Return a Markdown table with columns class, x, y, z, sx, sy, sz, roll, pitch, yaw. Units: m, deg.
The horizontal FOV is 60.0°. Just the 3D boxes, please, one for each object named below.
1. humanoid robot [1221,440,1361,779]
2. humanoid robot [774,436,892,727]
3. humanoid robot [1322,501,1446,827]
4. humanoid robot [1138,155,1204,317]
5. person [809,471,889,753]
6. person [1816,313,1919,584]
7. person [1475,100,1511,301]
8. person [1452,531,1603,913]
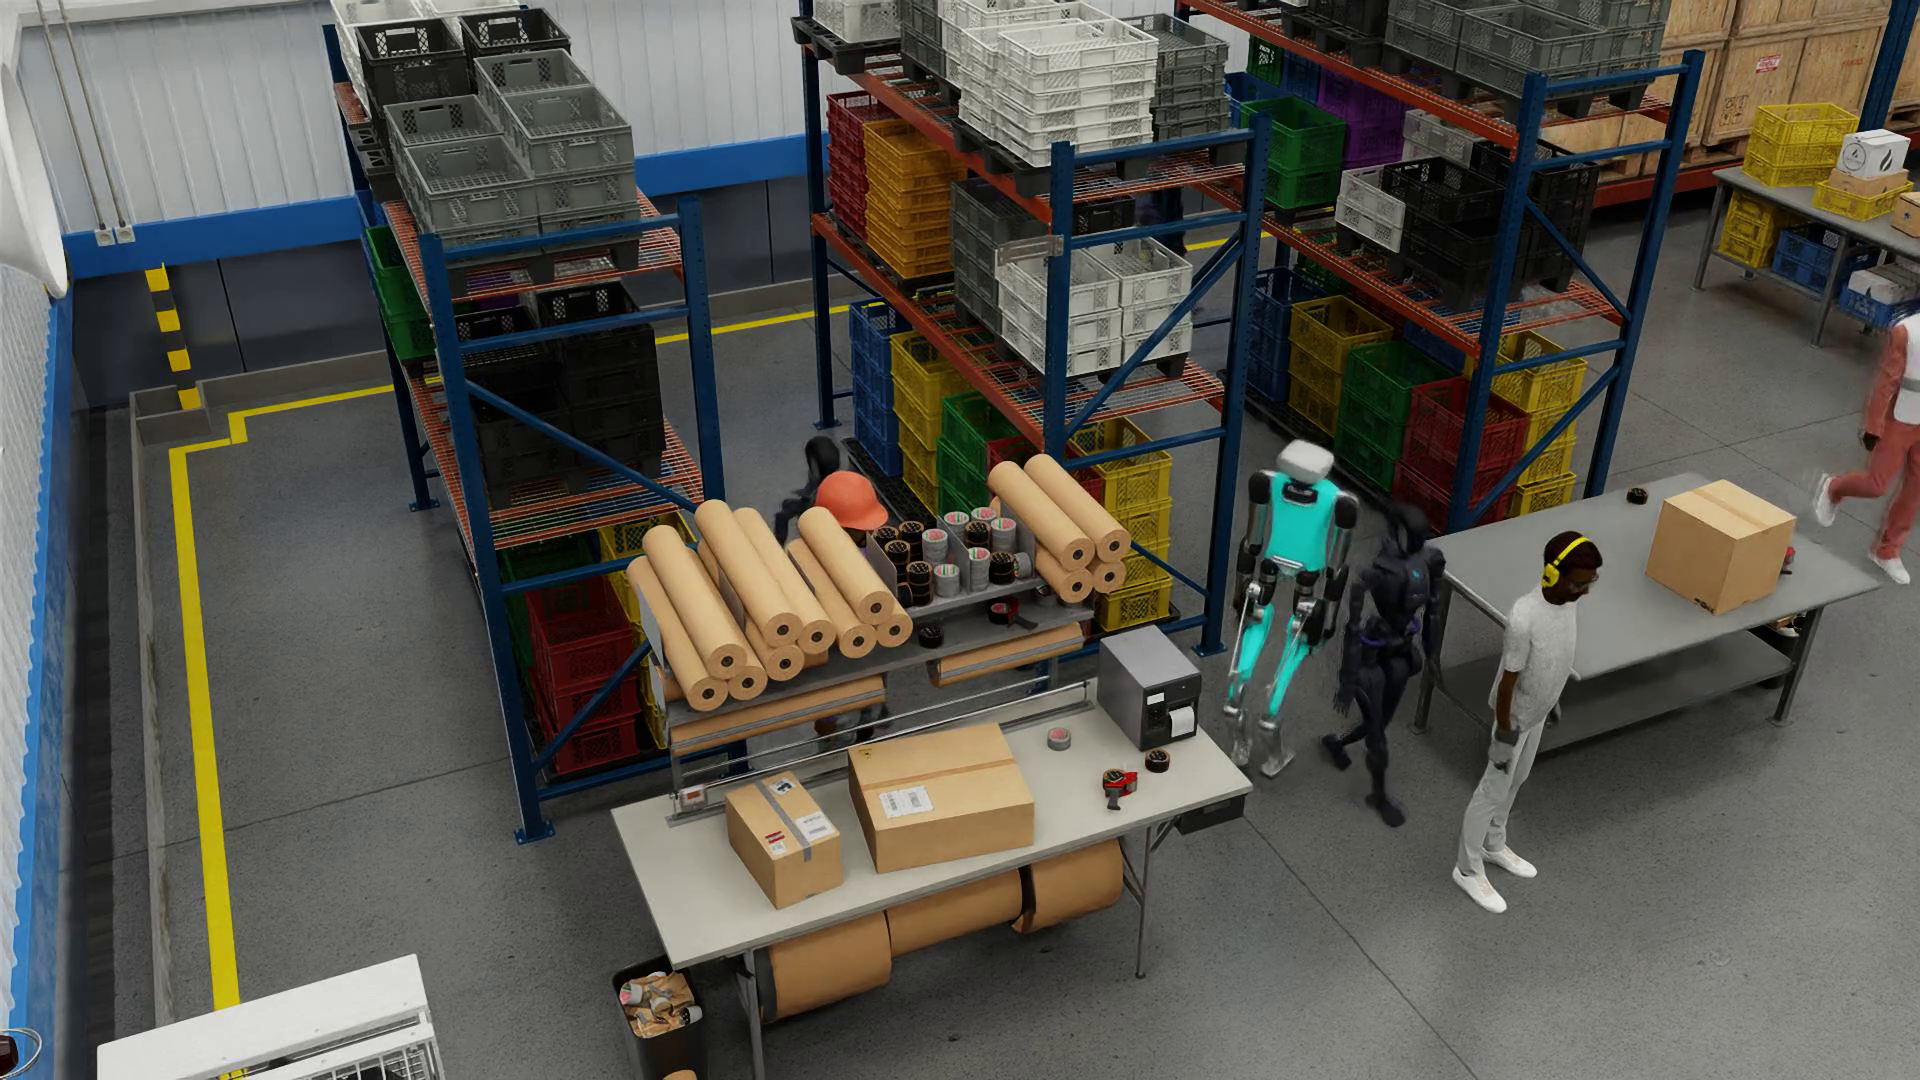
| class | x | y | z | sx | sy | sz | roll | pitch | yaw |
| --- | --- | --- | --- | --- | --- | --- | --- | --- | --- |
| humanoid robot | 1.464 | 0.439 | 7.836 | 0.540 | 1.781 | 0.696 | 17 | 35 | 25 |
| humanoid robot | -0.662 | 0.221 | 8.293 | 0.609 | 1.625 | 0.512 | -20 | 37 | -29 |
| humanoid robot | 1.977 | 0.541 | 7.789 | 0.585 | 1.667 | 0.641 | -16 | 35 | -24 |
| humanoid robot | 1.547 | -2.318 | 12.430 | 0.777 | 1.623 | 0.590 | -9 | 33 | -14 |
| person | -0.466 | 0.590 | 7.322 | 0.374 | 2.041 | 0.614 | 12 | 34 | 19 |
| person | 5.477 | -0.715 | 9.579 | 0.597 | 1.897 | 0.658 | -2 | 32 | -4 |
| person | 4.115 | -2.643 | 12.742 | 0.462 | 1.863 | 0.532 | 18 | 36 | 26 |
| person | 2.459 | 0.770 | 7.199 | 0.327 | 1.865 | 0.515 | 27 | 41 | 37 |
